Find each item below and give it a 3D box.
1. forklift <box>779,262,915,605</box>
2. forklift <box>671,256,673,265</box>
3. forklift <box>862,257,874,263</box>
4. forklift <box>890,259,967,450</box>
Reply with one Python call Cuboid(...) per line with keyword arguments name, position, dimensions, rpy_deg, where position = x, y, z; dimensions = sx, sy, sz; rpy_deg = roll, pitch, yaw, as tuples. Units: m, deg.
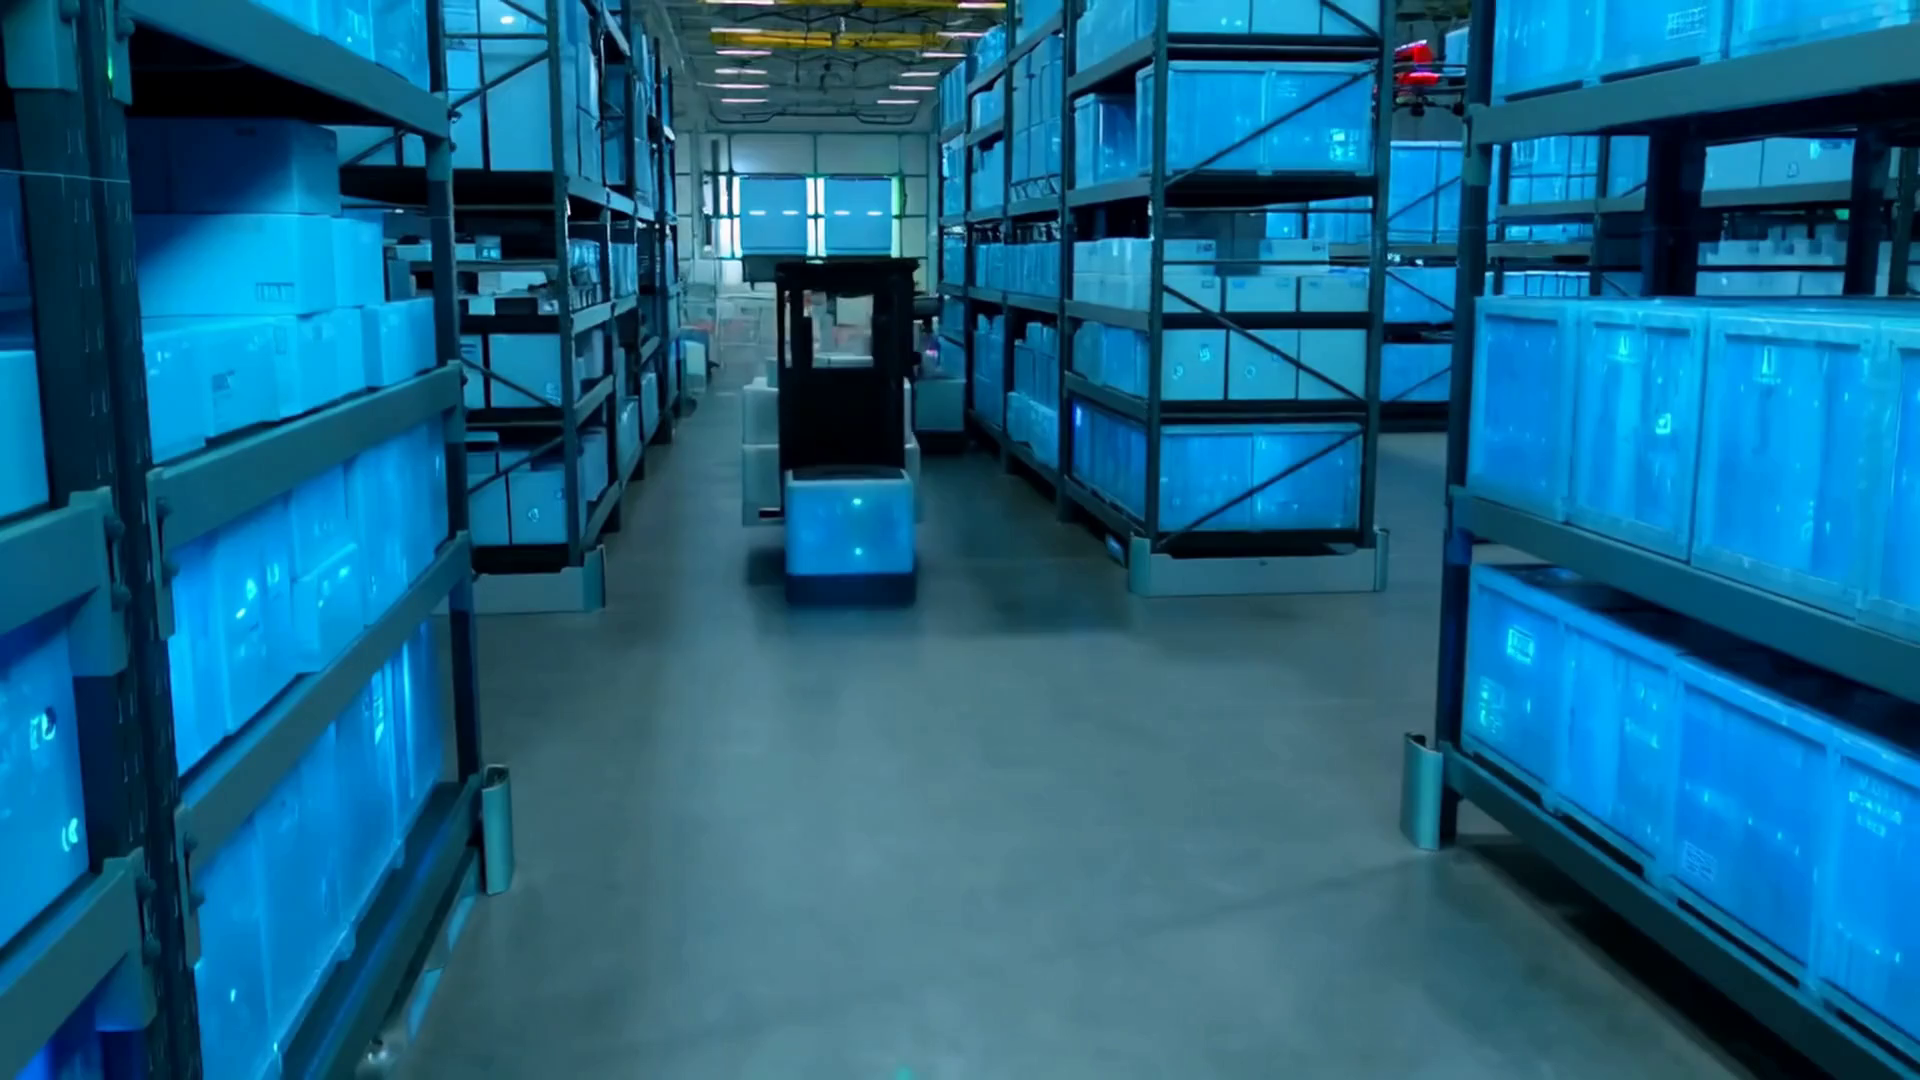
Cuboid(name="forklift", position=(-0.993, -0.965, 14.185), dimensions=(1.129, 2.768, 1.873), rpy_deg=(-1, 10, -7))
Cuboid(name="forklift", position=(-10.987, -9.066, 61.344), dimensions=(1.129, 2.768, 1.873), rpy_deg=(-1, 10, -7))
Cuboid(name="forklift", position=(-2.854, -6.885, 48.650), dimensions=(1.873, 2.768, 1.129), rpy_deg=(-6, 12, -32))
Cuboid(name="forklift", position=(-0.835, -2.771, 24.697), dimensions=(1.873, 2.768, 1.129), rpy_deg=(0, 10, 1))
